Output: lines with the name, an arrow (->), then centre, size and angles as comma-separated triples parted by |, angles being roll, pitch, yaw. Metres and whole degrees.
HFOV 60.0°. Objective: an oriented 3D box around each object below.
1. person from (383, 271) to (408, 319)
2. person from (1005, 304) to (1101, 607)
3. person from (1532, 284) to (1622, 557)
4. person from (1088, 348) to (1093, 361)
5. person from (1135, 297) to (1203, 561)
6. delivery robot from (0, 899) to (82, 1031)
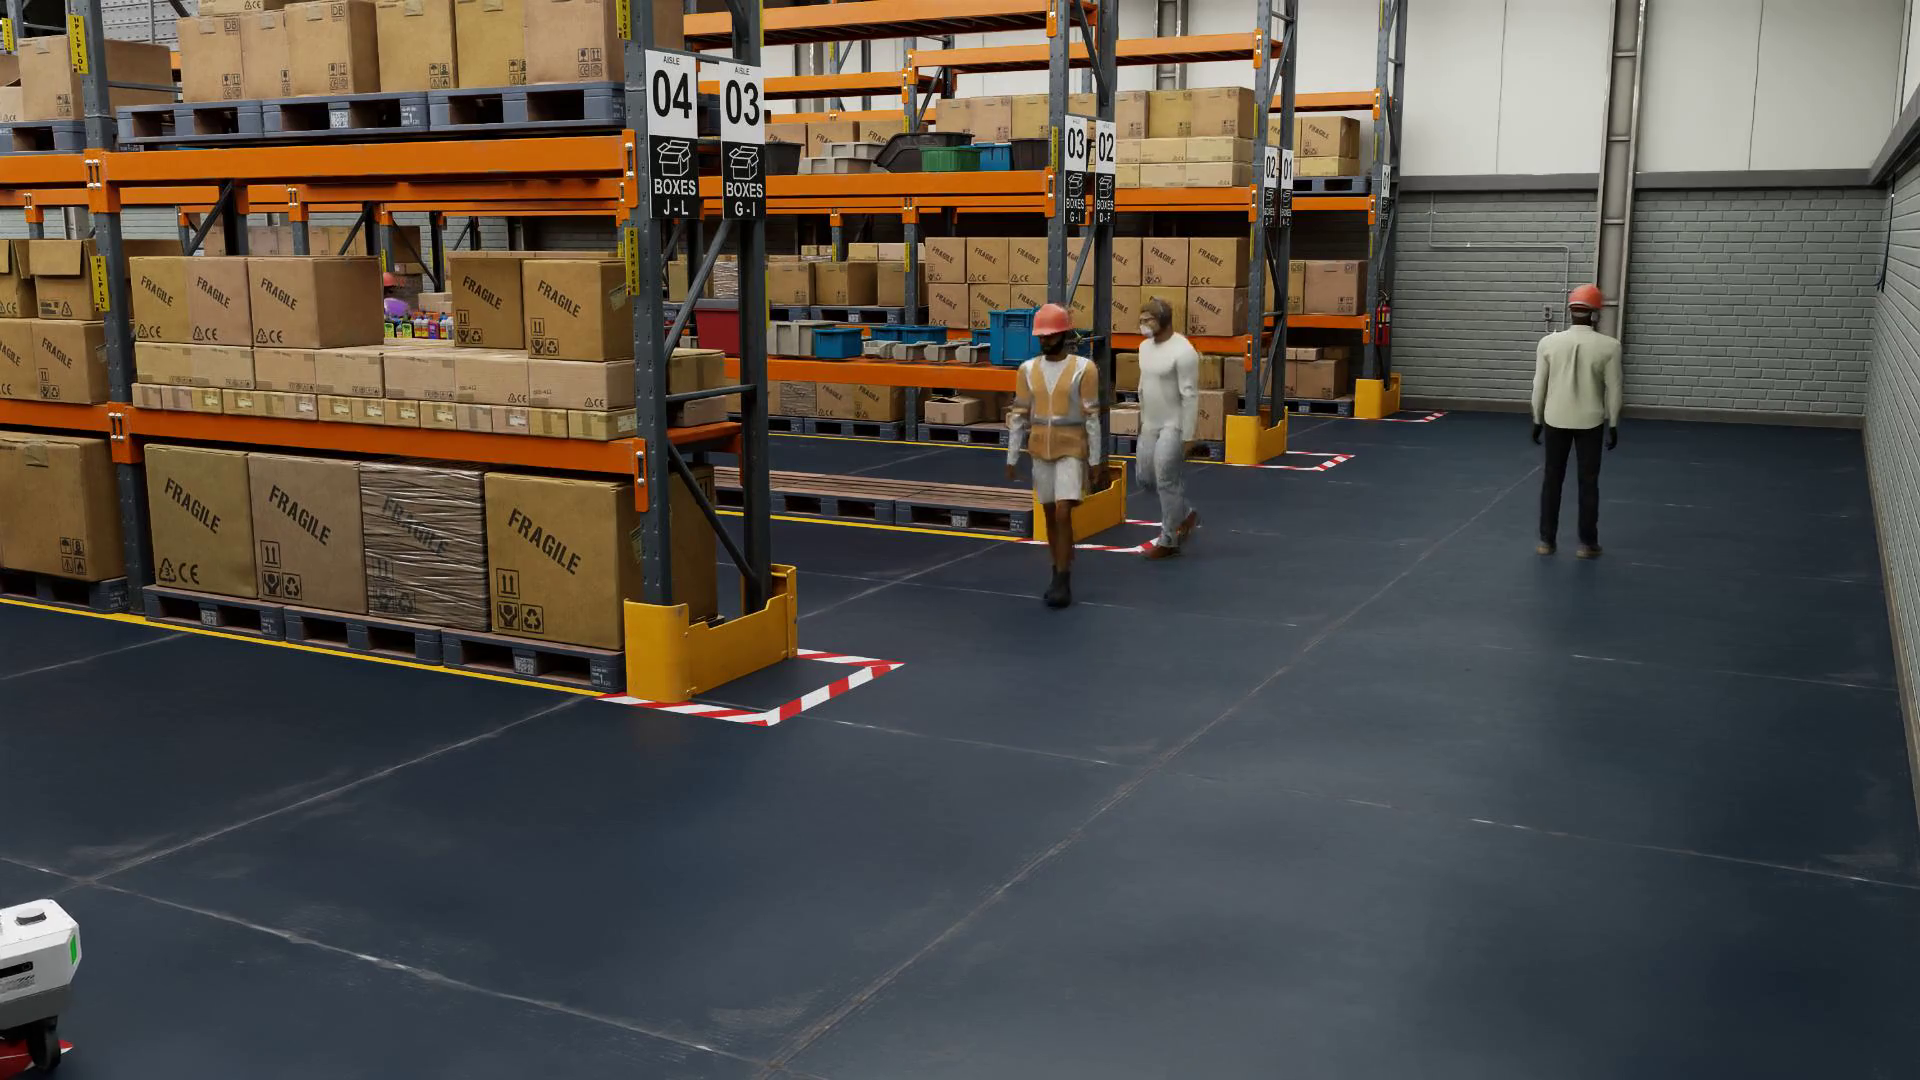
person -> -6.947, -2.341, 20.463 | 0.796, 1.915, 0.550 | 4, 11, 22
person -> 0.557, -0.527, 10.565 | 0.584, 1.911, 0.760 | 5, 12, 26
person -> 4.527, -0.870, 12.220 | 0.622, 1.990, 0.400 | 6, 12, 30
person -> 1.660, -2.679, 22.383 | 0.577, 1.882, 0.349 | -5, 12, -26
person -> 1.542, -0.802, 12.072 | 0.524, 1.911, 0.655 | -6, 12, -29
delivery robot -> -2.824, 1.206, 4.568 | 0.707, 0.478, 0.477 | -10, 14, -42
